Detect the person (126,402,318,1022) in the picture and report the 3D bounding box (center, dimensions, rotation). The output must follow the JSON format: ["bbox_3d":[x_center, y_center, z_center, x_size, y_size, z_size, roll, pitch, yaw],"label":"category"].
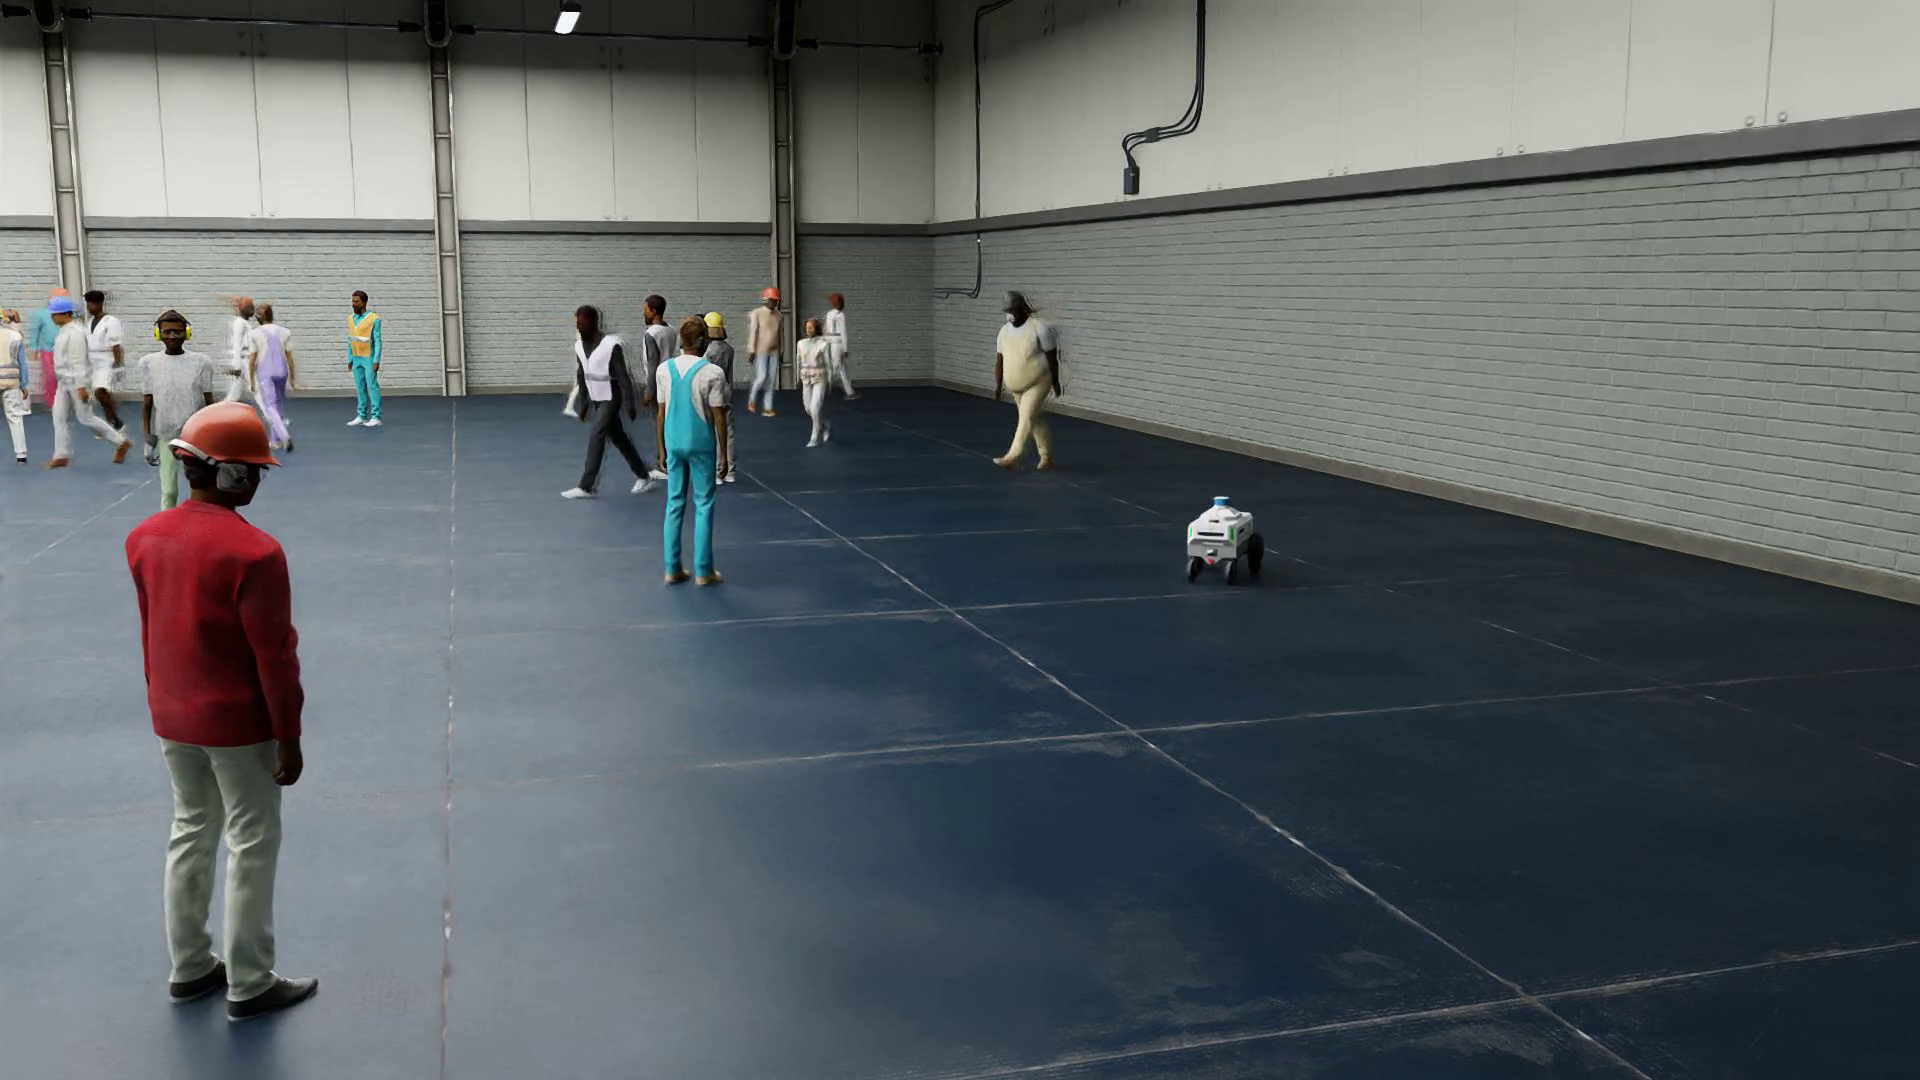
[{"bbox_3d":[-2.057,0.481,4.700,0.574,1.738,0.354,4,10,26],"label":"person"}]

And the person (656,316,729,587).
[{"bbox_3d":[-1.804,-0.591,11.249,0.519,1.835,0.350,3,9,17],"label":"person"}]

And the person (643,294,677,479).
[{"bbox_3d":[-3.131,-1.595,17.365,0.392,1.922,0.593,2,9,10],"label":"person"}]

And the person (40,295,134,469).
[{"bbox_3d":[-9.684,-1.738,18.337,0.612,1.913,0.876,9,12,44],"label":"person"}]

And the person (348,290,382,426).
[{"bbox_3d":[-8.448,-2.574,23.616,0.587,1.920,0.392,4,10,26],"label":"person"}]

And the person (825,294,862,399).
[{"bbox_3d":[-2.155,-3.311,28.585,0.965,1.846,0.583,-5,10,-28],"label":"person"}]

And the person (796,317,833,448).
[{"bbox_3d":[-1.778,-1.975,20.780,0.524,1.618,0.684,5,10,29],"label":"person"}]

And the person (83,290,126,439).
[{"bbox_3d":[-11.104,-2.259,21.517,0.644,1.943,0.440,6,11,33],"label":"person"}]

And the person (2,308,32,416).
[{"bbox_3d":[-14.388,-2.707,25.363,0.310,1.636,0.523,-6,11,-34],"label":"person"}]

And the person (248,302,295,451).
[{"bbox_3d":[-8.262,-1.954,20.040,0.524,1.815,0.842,-8,12,-43],"label":"person"}]

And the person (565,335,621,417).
[{"bbox_3d":[-5.608,-2.643,25.103,0.865,1.588,0.518,-7,11,-37],"label":"person"}]

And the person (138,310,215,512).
[{"bbox_3d":[-5.637,-0.729,12.040,0.510,1.863,0.326,-4,10,-22],"label":"person"}]

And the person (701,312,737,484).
[{"bbox_3d":[-2.490,-1.438,16.928,0.297,1.745,0.484,5,10,29],"label":"person"}]

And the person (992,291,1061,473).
[{"bbox_3d":[0.694,-1.757,18.019,1.078,2.000,0.693,-9,12,-44],"label":"person"}]

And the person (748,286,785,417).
[{"bbox_3d":[-2.926,-2.852,25.224,0.637,1.970,0.515,-8,12,-40],"label":"person"}]

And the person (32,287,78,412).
[{"bbox_3d":[-14.174,-2.980,26.101,0.645,1.948,0.727,-8,12,-40],"label":"person"}]

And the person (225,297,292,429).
[{"bbox_3d":[-9.852,-2.439,23.026,0.990,1.831,0.594,-2,9,-15],"label":"person"}]

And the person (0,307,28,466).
[{"bbox_3d":[-10.670,-1.722,18.451,0.595,1.831,0.403,-7,11,-37],"label":"person"}]

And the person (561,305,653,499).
[{"bbox_3d":[-3.364,-1.329,15.967,1.032,1.849,0.588,-9,12,-43],"label":"person"}]

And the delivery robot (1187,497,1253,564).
[{"bbox_3d":[1.819,-0.058,11.592,0.477,0.478,0.707,4,9,20],"label":"delivery robot"}]
